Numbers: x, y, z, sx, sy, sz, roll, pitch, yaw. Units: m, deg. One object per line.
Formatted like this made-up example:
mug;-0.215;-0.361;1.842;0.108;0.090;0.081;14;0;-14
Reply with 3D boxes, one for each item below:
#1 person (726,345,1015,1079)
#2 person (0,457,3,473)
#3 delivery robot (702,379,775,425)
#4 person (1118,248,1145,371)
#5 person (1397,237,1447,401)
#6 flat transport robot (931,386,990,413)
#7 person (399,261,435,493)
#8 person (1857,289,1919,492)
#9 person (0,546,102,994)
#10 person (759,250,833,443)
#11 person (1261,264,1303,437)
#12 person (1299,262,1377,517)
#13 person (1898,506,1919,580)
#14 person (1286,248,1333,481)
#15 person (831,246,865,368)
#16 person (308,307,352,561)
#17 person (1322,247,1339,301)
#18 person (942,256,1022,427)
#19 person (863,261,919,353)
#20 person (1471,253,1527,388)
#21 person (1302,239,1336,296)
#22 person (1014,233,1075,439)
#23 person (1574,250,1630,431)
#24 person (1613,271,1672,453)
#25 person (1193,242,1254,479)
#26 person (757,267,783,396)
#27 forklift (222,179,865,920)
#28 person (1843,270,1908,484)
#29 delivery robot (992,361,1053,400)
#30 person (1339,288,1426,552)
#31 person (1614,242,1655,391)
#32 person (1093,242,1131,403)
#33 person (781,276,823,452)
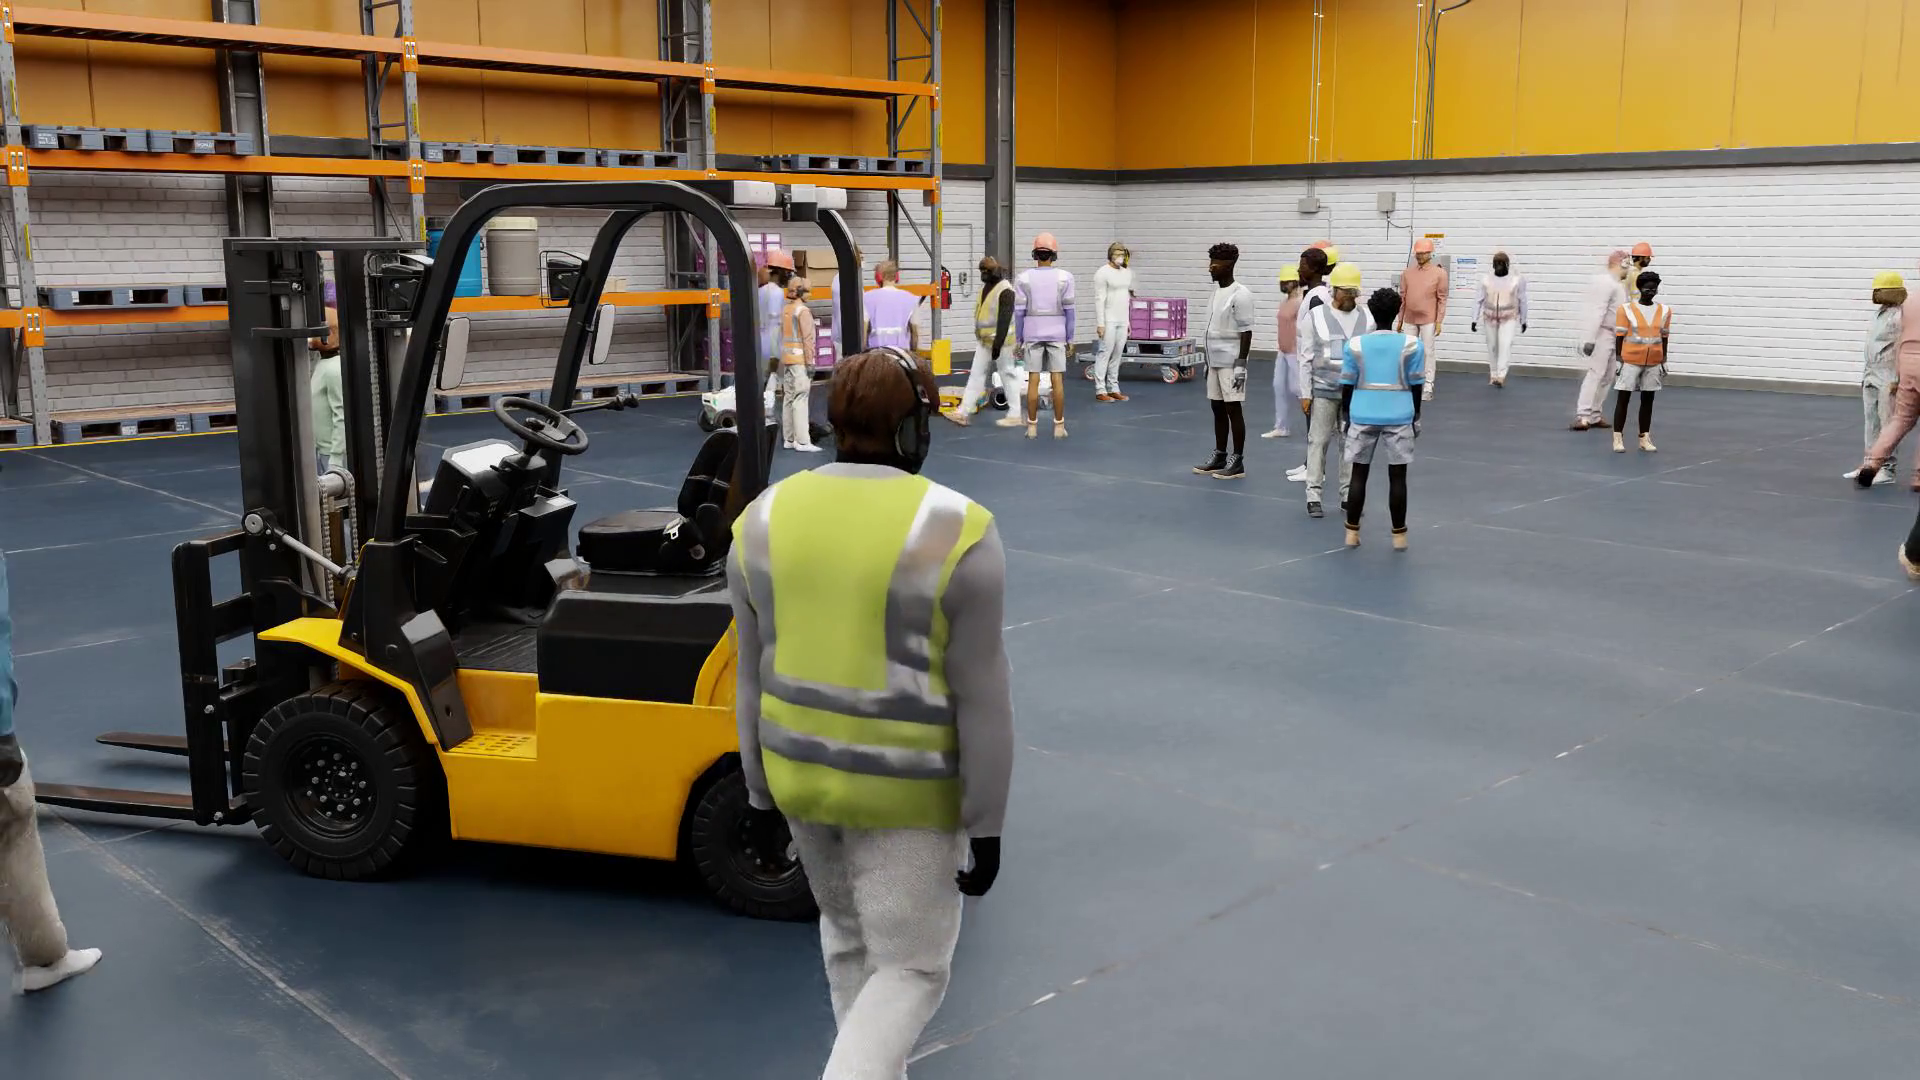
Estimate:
person;-0.213;0.522;3.344;0.629;1.814;0.802;6;12;28
person;-5.317;-0.482;8.604;0.635;1.884;0.453;5;11;24
delivery robot;-2.263;-1.409;17.023;0.707;0.478;0.477;-6;12;-30
person;2.478;-3.441;24.853;0.770;1.847;0.523;-3;11;-16
person;5.651;-2.706;20.420;0.612;1.997;0.376;8;13;38
flat transport robot;-0.037;-1.632;19.272;0.652;0.197;1.431;2;11;12
person;-4.400;-1.258;13.032;0.584;1.826;0.490;5;11;24
person;7.528;-1.292;13.065;0.645;1.875;0.665;-2;11;-13
person;-2.600;0.464;4.191;0.530;1.613;0.747;2;11;11
person;-1.743;-1.840;16.041;1.028;1.868;0.559;-4;11;-23
person;3.392;-1.882;16.636;0.667;1.747;0.519;-3;11;-16
person;2.732;-1.074;11.970;0.588;1.833;0.404;-1;10;-8
person;5.726;-0.701;9.368;0.695;2.000;1.039;2;11;13
person;2.923;-1.441;13.733;0.392;1.920;0.587;2;11;11
person;-1.080;-1.940;16.401;0.370;1.940;0.630;1;10;6
person;-3.475;-0.471;9.213;0.284;1.636;0.500;-6;12;-28
person;4.588;-2.641;20.415;0.368;1.876;0.681;8;13;37
person;0.272;-2.056;17.428;0.947;1.792;0.636;-6;12;-28
person;-0.674;-1.674;15.372;0.577;1.779;0.954;-1;10;-8
person;7.195;-2.930;22.234;0.659;1.784;0.972;6;12;29
person;4.854;-3.039;22.292;0.637;1.971;0.477;-4;11;-20
person;0.840;-2.018;16.541;0.605;2.044;0.375;1;10;4
person;6.690;-2.066;17.292;0.459;1.870;0.790;7;12;32
person;6.352;-1.655;15.519;0.532;1.693;0.319;0;10;-1
person;2.212;-1.495;13.896;0.362;1.963;0.613;-4;11;-20
person;-2.398;-2.593;20.796;0.285;1.632;0.499;4;11;23
forklift;-1.114;-0.058;5.440;2.313;2.155;1.214;2;11;13
person;7.535;-1.331;13.619;0.308;1.741;0.494;0;10;0
delivery robot;0.733;-1.844;19.399;0.707;0.478;0.477;1;10;6
person;2.704;-0.766;10.683;0.539;1.691;0.318;4;11;19
person;8.785;-2.894;21.646;0.375;1.932;0.544;2;11;12
person;1.863;-2.636;20.206;0.369;1.936;0.630;9;14;42
person;-1.514;-1.642;15.595;0.313;1.639;0.513;-6;12;-30
